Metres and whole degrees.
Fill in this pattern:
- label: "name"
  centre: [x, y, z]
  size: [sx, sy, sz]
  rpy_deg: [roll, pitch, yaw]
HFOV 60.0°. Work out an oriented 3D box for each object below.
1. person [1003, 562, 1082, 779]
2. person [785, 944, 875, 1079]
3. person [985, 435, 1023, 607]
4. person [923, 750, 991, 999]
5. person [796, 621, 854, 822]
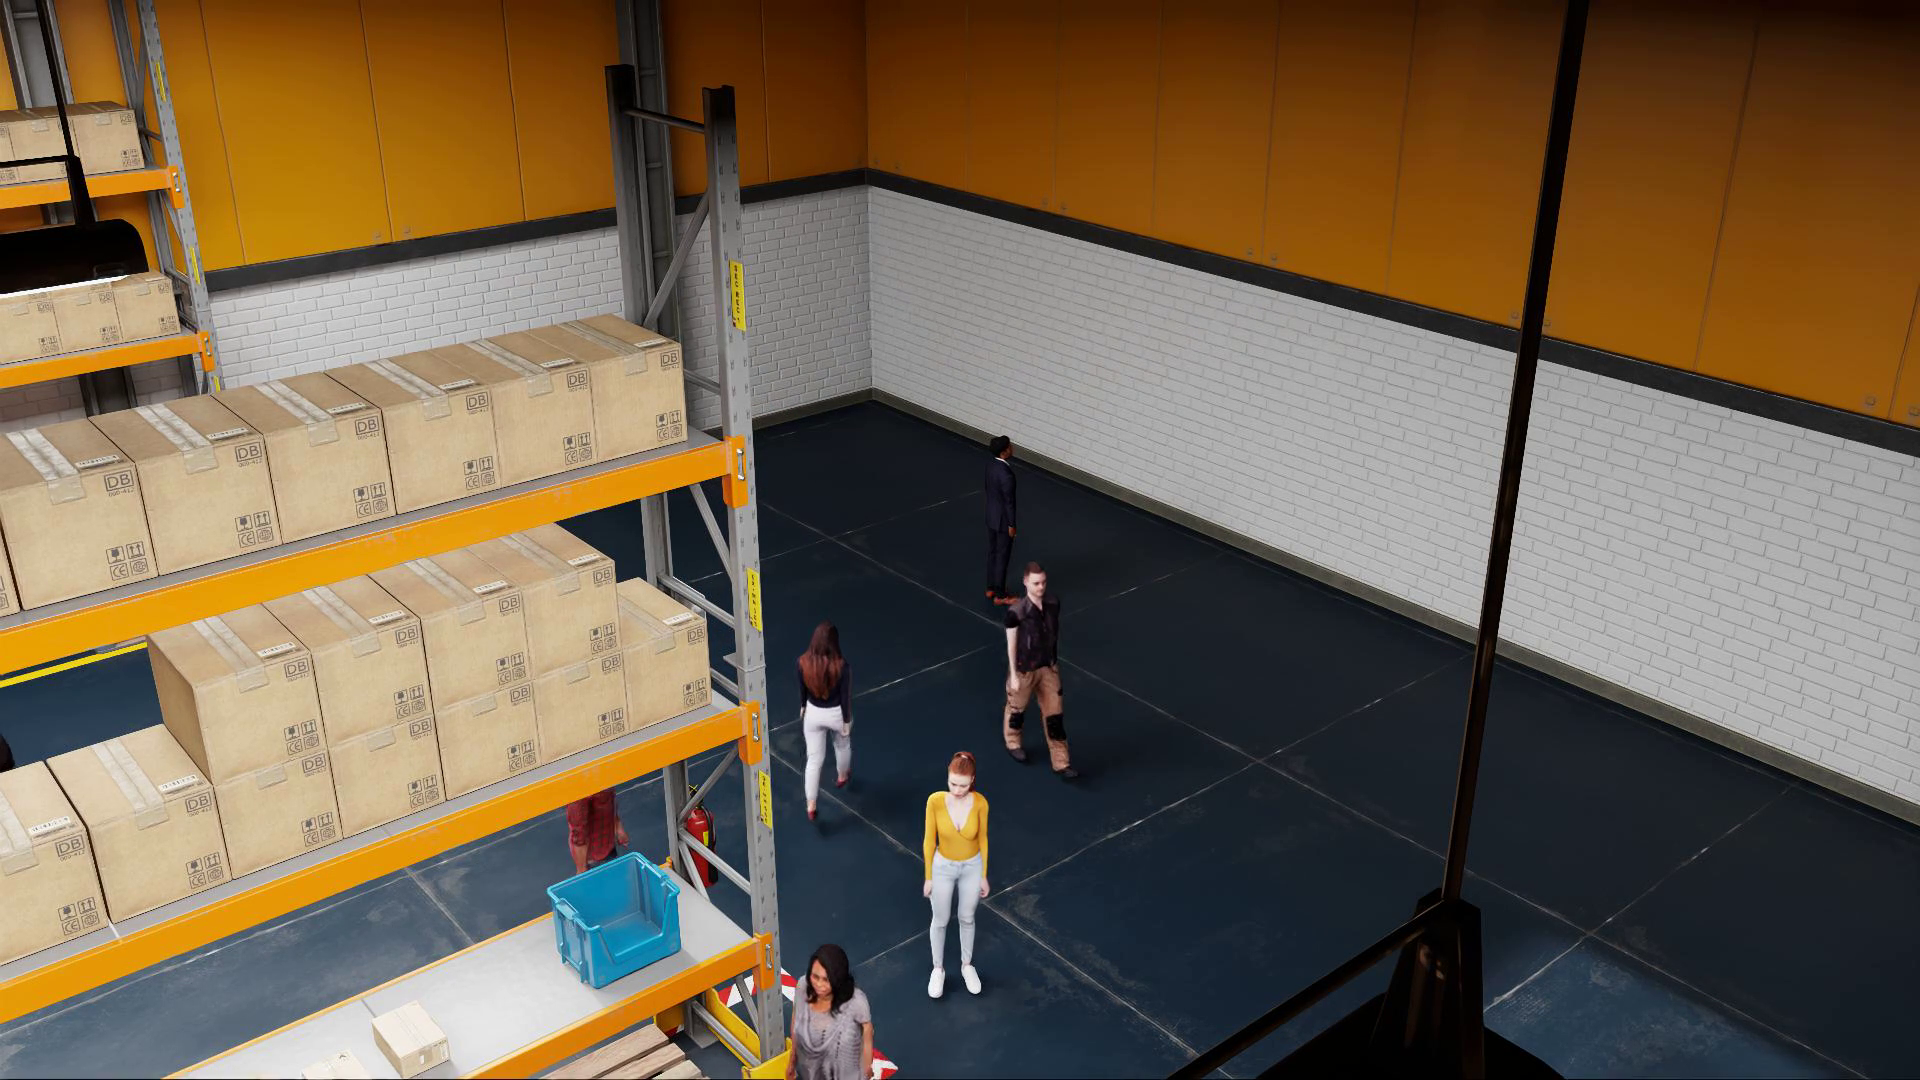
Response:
- label: "person"
  centre: [0.526, 0.984, 13.332]
  size: [1.055, 1.803, 0.873]
  rpy_deg: [-13, 27, -26]
- label: "person"
  centre: [-0.677, 2.869, 9.304]
  size: [0.861, 1.574, 1.137]
  rpy_deg: [13, 27, 26]
- label: "person"
  centre: [0.388, -0.202, 16.141]
  size: [0.618, 1.726, 0.689]
  rpy_deg: [-11, 26, -23]
- label: "person"
  centre: [-0.024, 2.139, 10.747]
  size: [0.663, 1.756, 0.748]
  rpy_deg: [-2, 24, -5]
- label: "person"
  centre: [-1.041, 1.402, 12.672]
  size: [1.047, 1.565, 1.163]
  rpy_deg: [4, 24, 10]
